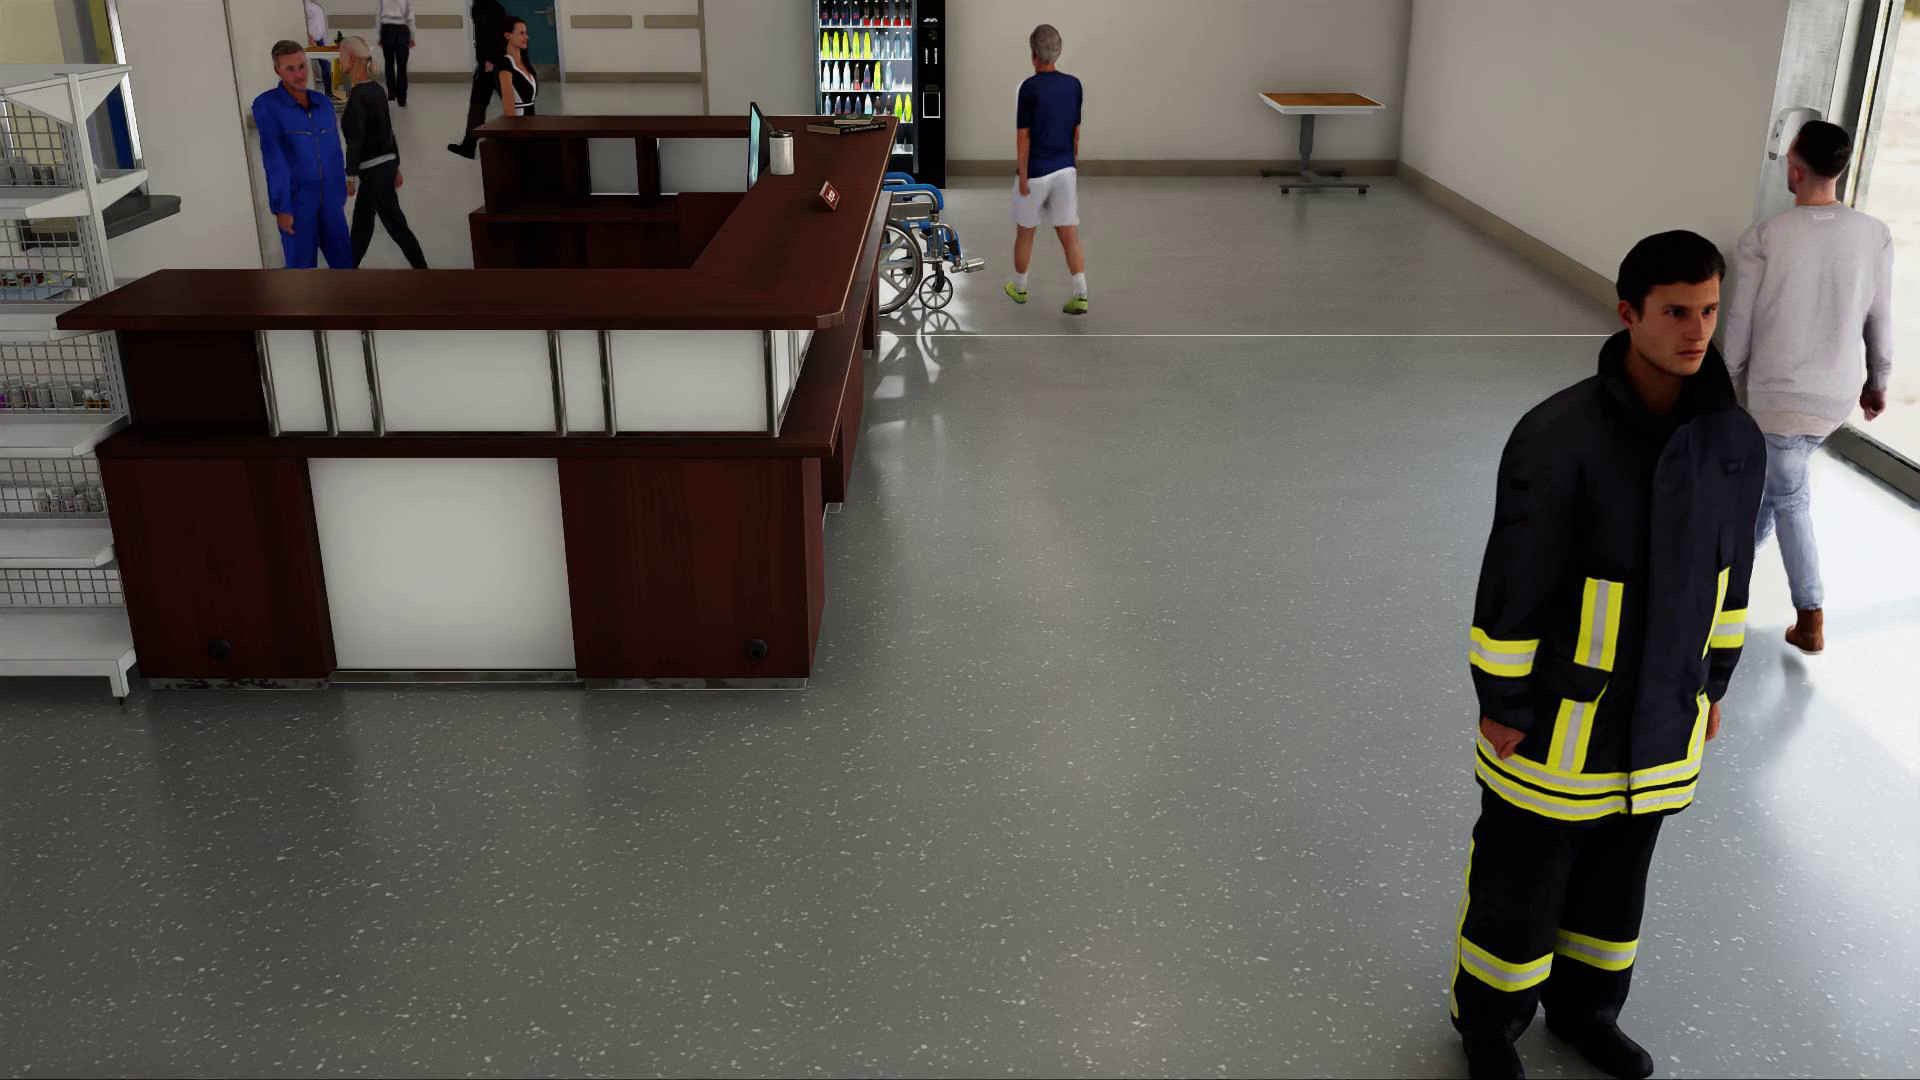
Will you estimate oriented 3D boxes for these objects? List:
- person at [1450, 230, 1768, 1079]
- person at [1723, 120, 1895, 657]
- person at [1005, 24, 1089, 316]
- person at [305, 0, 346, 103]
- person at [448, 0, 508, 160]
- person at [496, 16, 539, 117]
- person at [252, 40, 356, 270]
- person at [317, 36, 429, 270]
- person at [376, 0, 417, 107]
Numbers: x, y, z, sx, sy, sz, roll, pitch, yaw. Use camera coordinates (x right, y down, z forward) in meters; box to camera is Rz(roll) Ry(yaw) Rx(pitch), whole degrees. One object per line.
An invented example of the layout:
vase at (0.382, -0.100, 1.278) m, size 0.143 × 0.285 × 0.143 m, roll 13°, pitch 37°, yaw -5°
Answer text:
person at (1.355, 0.289, 3.531) m, size 0.683 × 1.927 × 0.895 m, roll -4°, pitch 21°, yaw -10°
person at (2.963, -0.482, 5.760) m, size 1.051 × 1.790 × 0.817 m, roll 1°, pitch 21°, yaw 2°
person at (0.604, -2.279, 10.498) m, size 1.259 × 1.794 × 1.025 m, roll -9°, pitch 22°, yaw -21°
person at (-8.886, -6.775, 22.512) m, size 1.101 × 1.692 × 0.731 m, roll 4°, pitch 21°, yaw 10°
person at (-4.797, -4.918, 17.375) m, size 1.219 × 1.859 × 1.199 m, roll 15°, pitch 25°, yaw 34°
person at (-3.155, -2.828, 11.947) m, size 0.477 × 1.795 × 0.580 m, roll 0°, pitch 21°, yaw 0°
person at (-3.820, -1.933, 9.574) m, size 1.142 × 1.802 × 1.030 m, roll 11°, pitch 23°, yaw 27°
person at (-3.831, -2.474, 11.167) m, size 1.053 × 1.686 × 0.691 m, roll -2°, pitch 21°, yaw -4°
person at (-7.547, -6.731, 22.253) m, size 0.690 × 1.794 × 0.810 m, roll -6°, pitch 22°, yaw -17°
